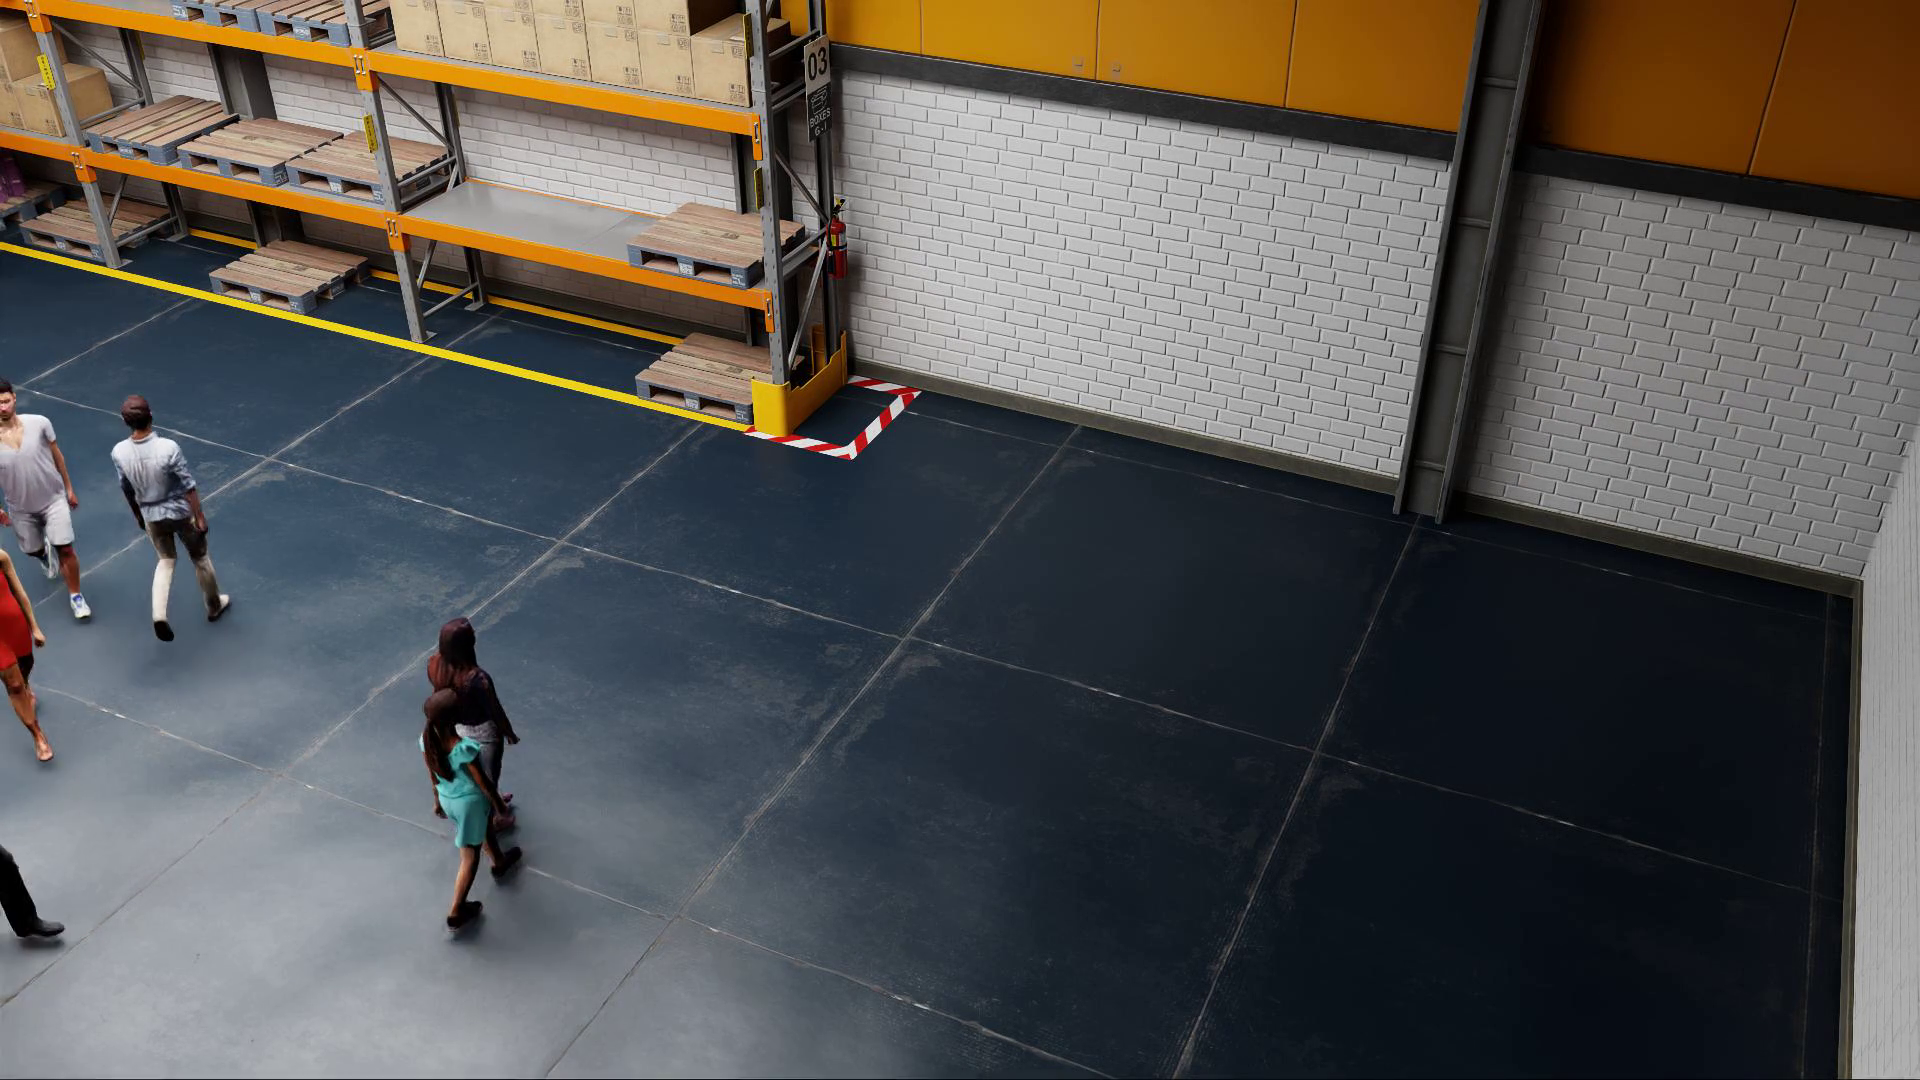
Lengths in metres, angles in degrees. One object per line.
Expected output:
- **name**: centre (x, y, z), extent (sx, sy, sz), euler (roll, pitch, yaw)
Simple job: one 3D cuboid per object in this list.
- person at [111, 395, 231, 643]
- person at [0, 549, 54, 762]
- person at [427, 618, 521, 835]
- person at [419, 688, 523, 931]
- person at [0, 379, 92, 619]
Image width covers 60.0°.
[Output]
- **person**: centre (-5.518, -0.114, 11.522), extent (1.021, 1.831, 0.978), euler (1, 34, 1)
- **person**: centre (-6.155, 0.543, 10.667), extent (0.927, 1.682, 1.195), euler (-24, 40, -31)
- **person**: centre (-2.888, 1.164, 9.808), extent (0.624, 1.599, 0.730), euler (23, 40, 30)
- **person**: centre (-2.810, 1.518, 9.339), extent (0.881, 1.528, 0.636), euler (16, 37, 23)
- **person**: centre (-6.609, -0.339, 11.858), extent (1.023, 1.833, 1.178), euler (-20, 39, -28)
